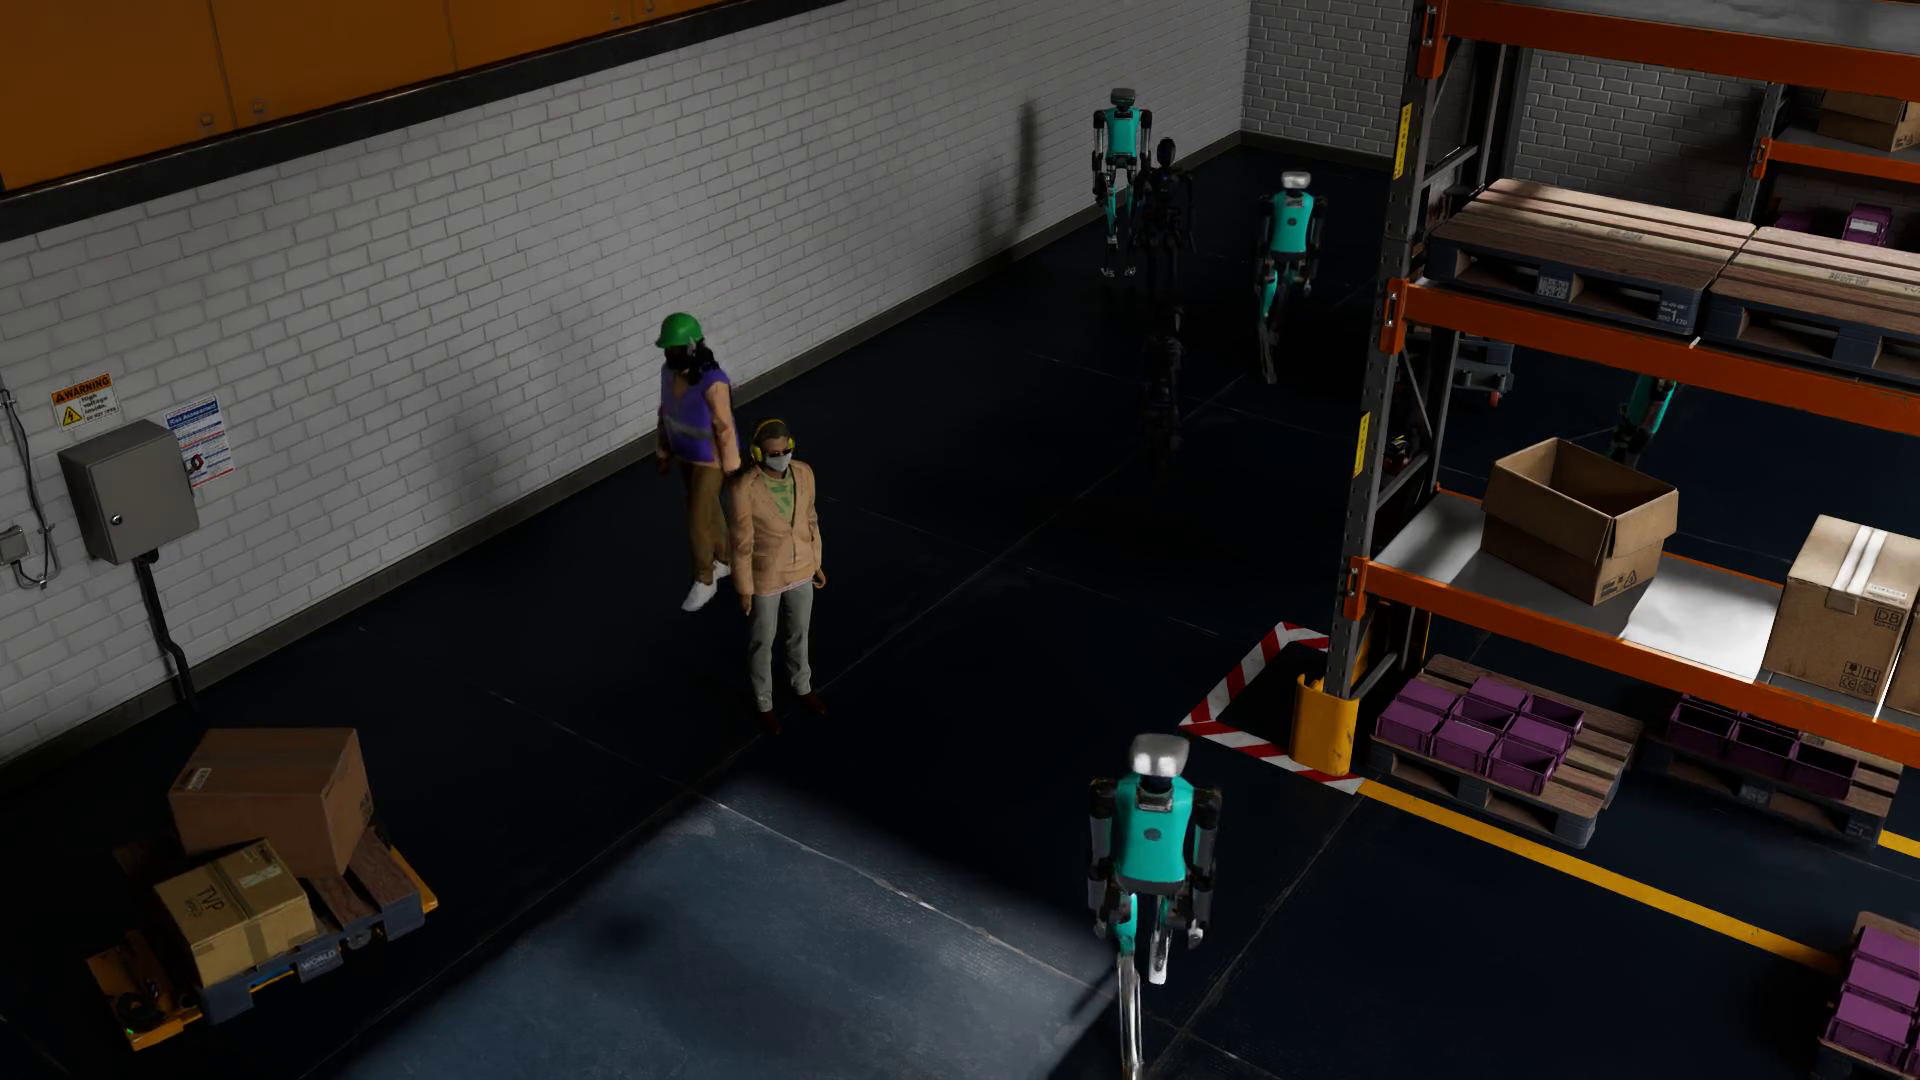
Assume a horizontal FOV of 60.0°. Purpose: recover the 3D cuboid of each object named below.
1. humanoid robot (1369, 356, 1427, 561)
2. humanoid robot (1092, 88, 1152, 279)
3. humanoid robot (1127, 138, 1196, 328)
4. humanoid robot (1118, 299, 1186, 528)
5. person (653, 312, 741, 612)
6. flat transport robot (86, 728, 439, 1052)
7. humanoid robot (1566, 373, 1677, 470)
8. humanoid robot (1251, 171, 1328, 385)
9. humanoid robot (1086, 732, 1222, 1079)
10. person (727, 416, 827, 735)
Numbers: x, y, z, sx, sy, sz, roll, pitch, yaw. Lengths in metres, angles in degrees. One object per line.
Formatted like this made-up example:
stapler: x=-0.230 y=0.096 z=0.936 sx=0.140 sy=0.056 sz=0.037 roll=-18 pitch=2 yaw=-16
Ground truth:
humanoid robot: x=2.744 y=-0.403 z=10.357 sx=0.517 sy=1.641 sz=0.601 roll=5 pitch=30 yaw=9
humanoid robot: x=1.445 y=-3.130 z=14.867 sx=0.533 sy=1.677 sz=0.735 roll=1 pitch=30 yaw=1
humanoid robot: x=1.746 y=-2.668 z=14.304 sx=0.592 sy=1.622 sz=0.762 roll=3 pitch=30 yaw=6
humanoid robot: x=1.270 y=-0.844 z=11.101 sx=0.451 sy=1.647 sz=0.602 roll=-5 pitch=30 yaw=-8
person: x=-1.672 y=-0.492 z=10.252 sx=0.573 sy=1.903 sz=0.733 roll=25 pitch=38 yaw=36
flat transport robot: x=-3.288 y=1.829 z=7.868 sx=1.431 sy=0.231 sz=0.659 roll=-23 pitch=37 yaw=-34
humanoid robot: x=4.037 y=-0.537 z=10.513 sx=1.012 sy=1.738 sz=0.532 roll=10 pitch=31 yaw=17
humanoid robot: x=2.610 y=-2.225 z=13.509 sx=0.537 sy=1.785 sz=1.058 roll=2 pitch=30 yaw=4
humanoid robot: x=0.824 y=1.420 z=7.157 sx=0.532 sy=1.781 sz=1.020 roll=5 pitch=30 yaw=8
person: x=-1.007 y=0.173 z=9.133 sx=0.565 sy=1.876 sz=0.403 roll=-21 pitch=36 yaw=-32
